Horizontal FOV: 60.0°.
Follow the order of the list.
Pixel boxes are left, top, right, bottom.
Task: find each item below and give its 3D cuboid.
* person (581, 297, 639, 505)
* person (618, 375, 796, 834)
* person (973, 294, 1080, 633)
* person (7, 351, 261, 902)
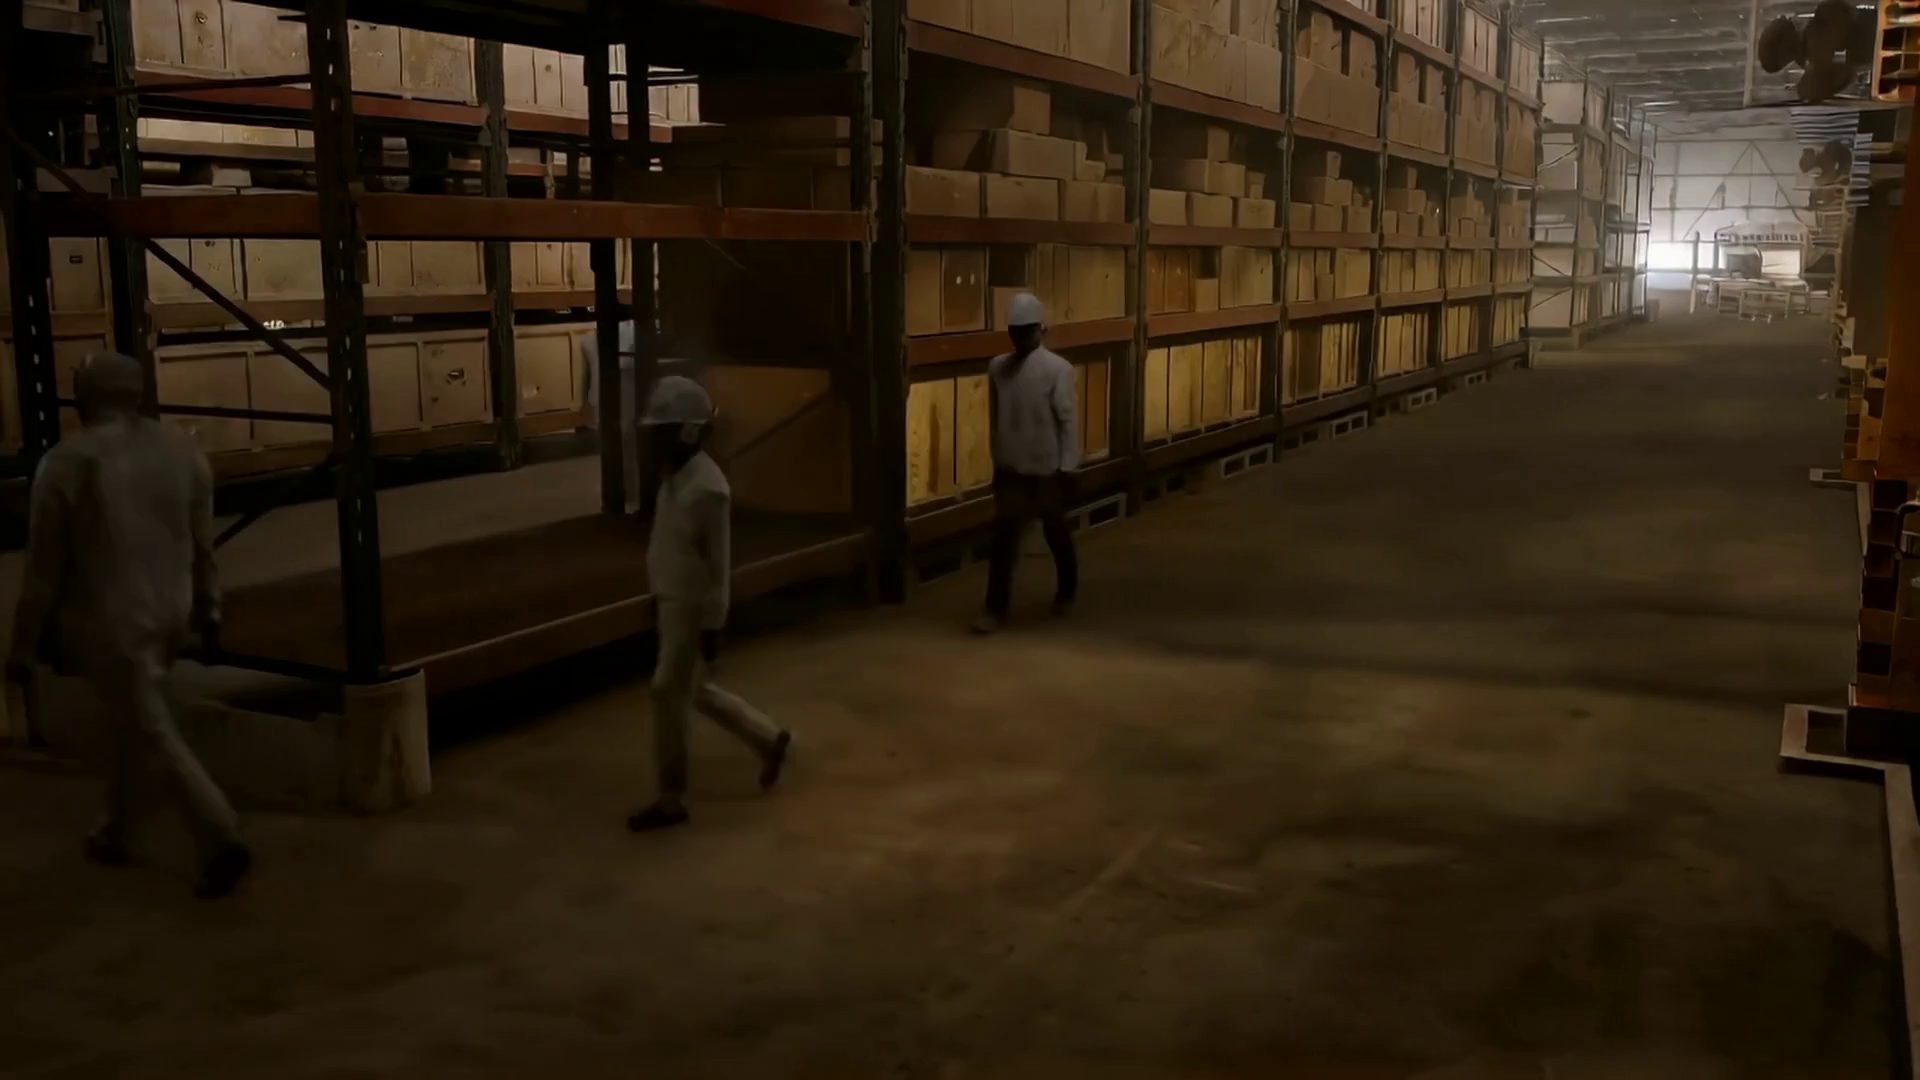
[{"bbox_3d":[-3.000,-1.210,14.391,0.594,1.827,0.437,3,10,19],"label":"person"},{"bbox_3d":[-0.976,0.230,6.334,0.676,1.730,0.570,-4,10,-20],"label":"person"},{"bbox_3d":[0.434,-0.473,9.792,0.626,1.951,1.003,6,12,32],"label":"person"},{"bbox_3d":[-2.803,0.289,5.671,0.966,1.858,0.714,5,11,25],"label":"person"}]
